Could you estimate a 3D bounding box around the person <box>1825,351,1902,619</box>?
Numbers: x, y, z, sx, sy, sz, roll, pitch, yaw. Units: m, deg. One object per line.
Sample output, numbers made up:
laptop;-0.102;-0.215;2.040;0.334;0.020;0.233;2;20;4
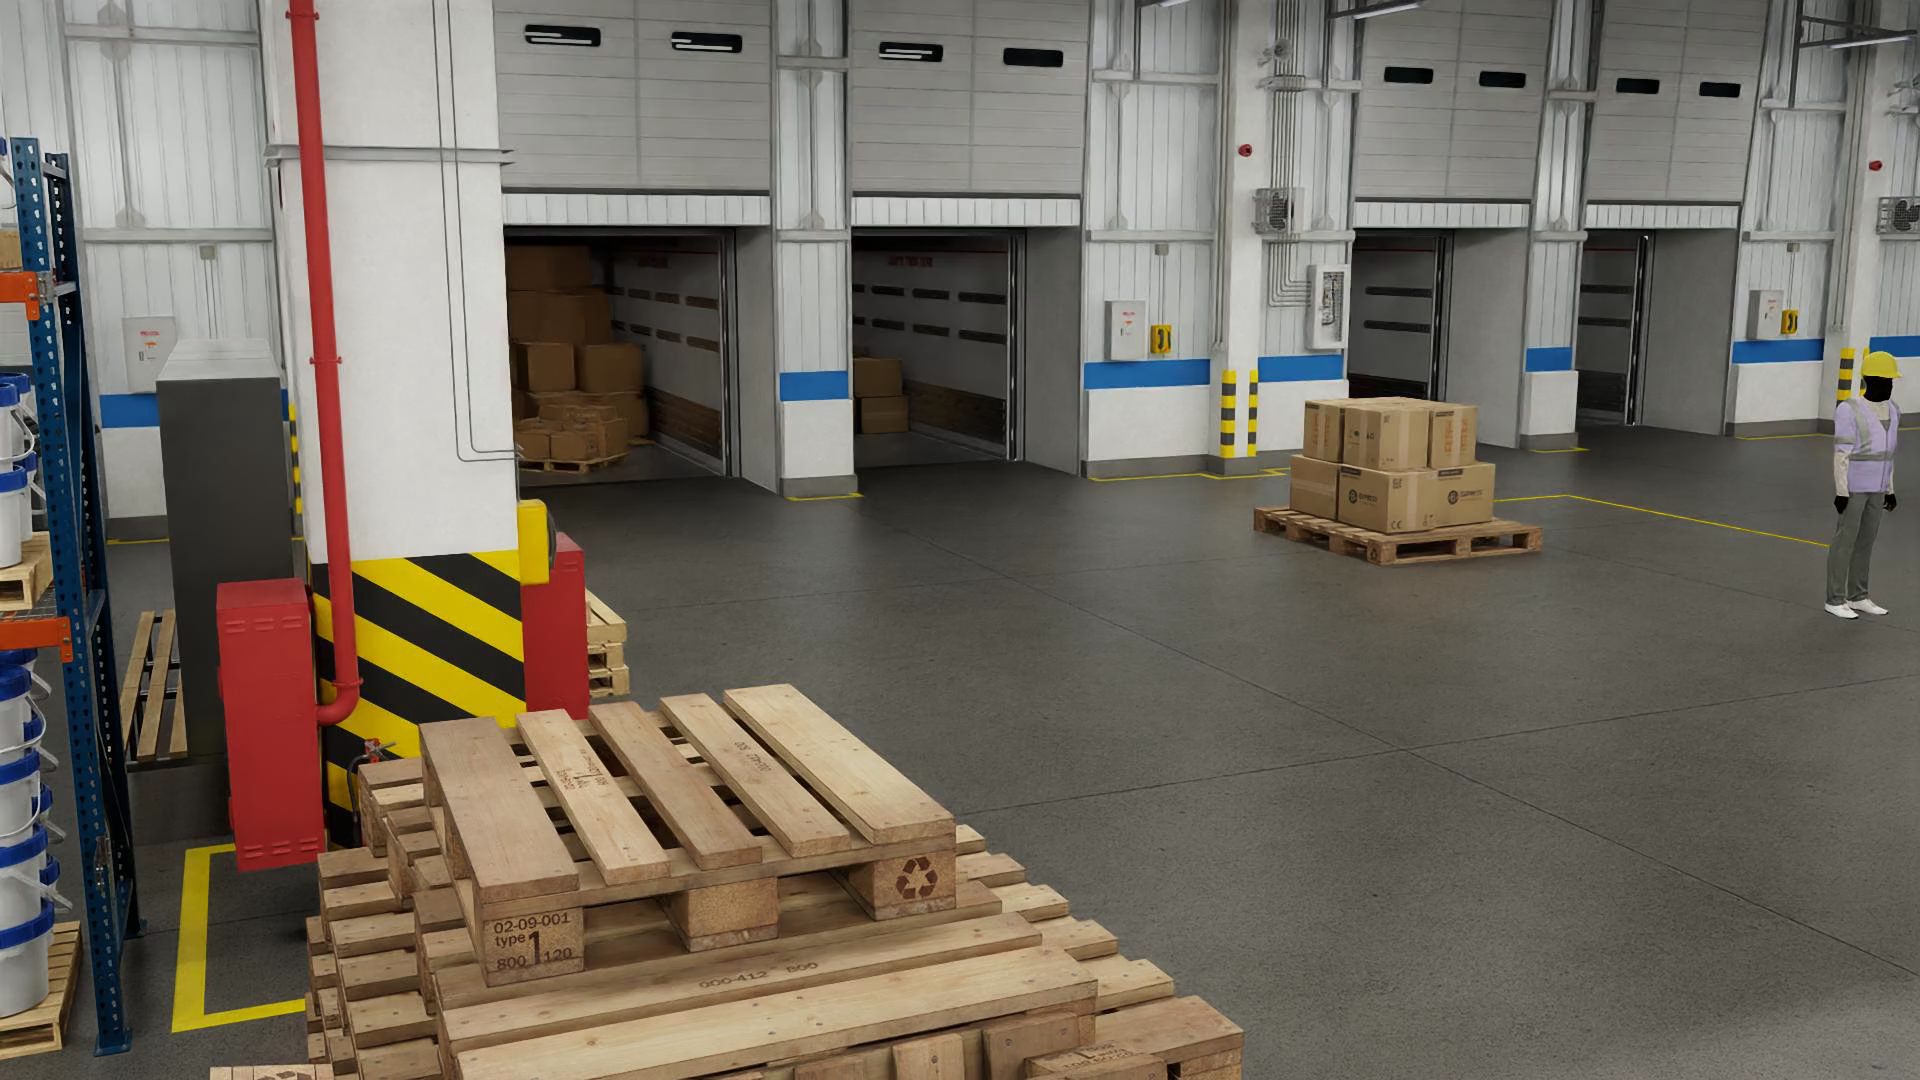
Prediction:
person;6.541;-0.397;12.003;0.588;1.927;0.371;-5;11;-25
